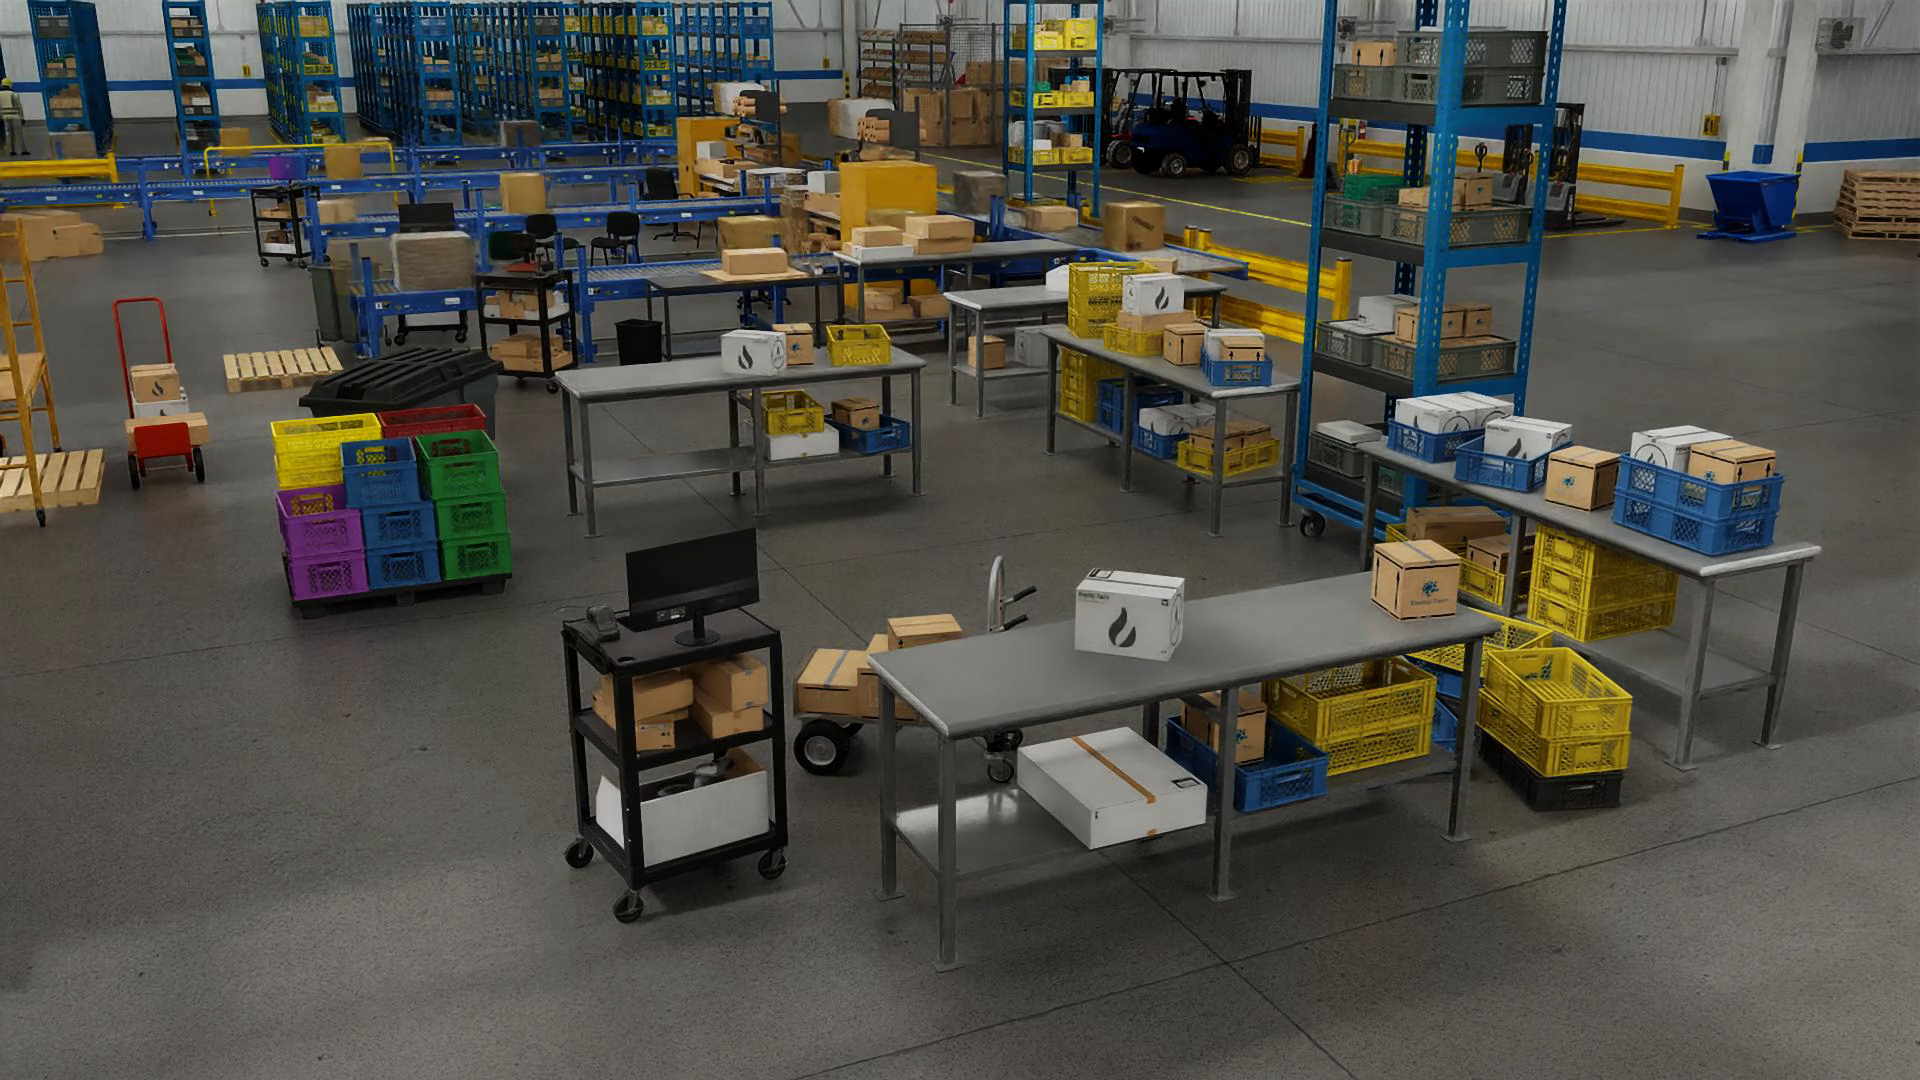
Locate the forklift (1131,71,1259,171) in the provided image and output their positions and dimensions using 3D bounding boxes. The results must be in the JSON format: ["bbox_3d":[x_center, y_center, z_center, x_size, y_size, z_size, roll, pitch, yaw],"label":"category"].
[{"bbox_3d":[4.998,-8.936,35.413,2.680,1.987,1.157,-9,20,-25],"label":"forklift"}]

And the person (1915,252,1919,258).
[{"bbox_3d":[13.916,-4.883,23.181,0.708,1.991,0.389,11,21,32],"label":"person"}]

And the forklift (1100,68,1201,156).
[{"bbox_3d":[4.082,-9.564,37.410,2.680,1.987,1.157,-8,19,-23],"label":"forklift"}]

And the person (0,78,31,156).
[{"bbox_3d":[-22.989,-10.254,40.335,0.589,1.834,0.403,-1,18,-4],"label":"person"}]

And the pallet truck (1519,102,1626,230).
[{"bbox_3d":[9.972,-6.037,26.785,1.885,1.965,0.823,-9,20,-25],"label":"pallet truck"}]

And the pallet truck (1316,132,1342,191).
[{"bbox_3d":[7.723,-7.504,32.656,1.601,1.201,0.680,-8,19,-23],"label":"pallet truck"}]

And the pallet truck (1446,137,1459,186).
[{"bbox_3d":[9.184,-6.485,29.328,1.630,1.274,0.653,-8,19,-23],"label":"pallet truck"}]

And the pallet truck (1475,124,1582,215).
[{"bbox_3d":[9.707,-6.455,28.103,1.885,1.965,0.823,-7,19,-20],"label":"pallet truck"}]

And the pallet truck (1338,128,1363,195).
[{"bbox_3d":[7.845,-7.140,31.411,1.522,1.261,0.704,-9,20,-25],"label":"pallet truck"}]
